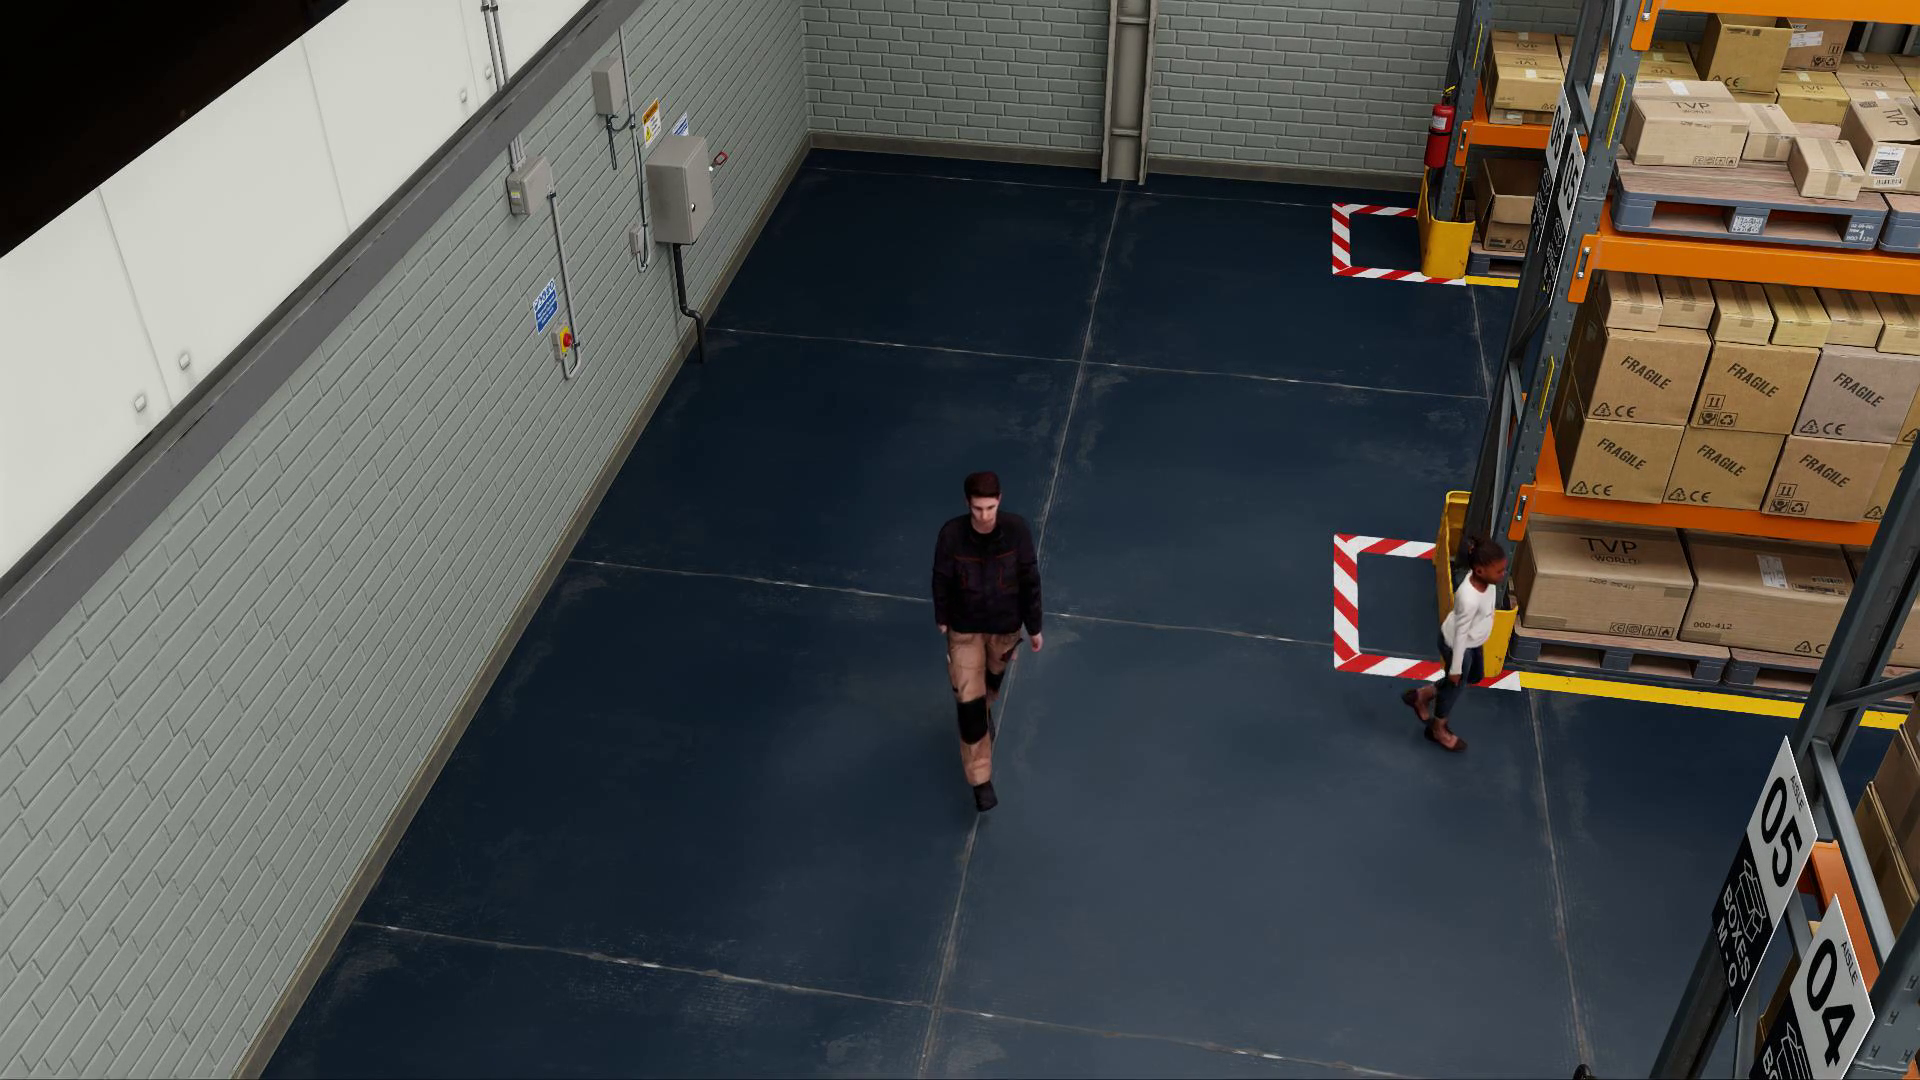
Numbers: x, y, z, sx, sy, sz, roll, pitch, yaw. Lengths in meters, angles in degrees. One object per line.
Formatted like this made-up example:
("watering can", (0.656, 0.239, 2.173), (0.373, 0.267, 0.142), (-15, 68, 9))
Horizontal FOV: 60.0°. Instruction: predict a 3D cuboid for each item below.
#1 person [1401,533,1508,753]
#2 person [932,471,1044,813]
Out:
("person", (2.637, 0.527, 8.941), (0.740, 1.446, 0.665), (20, 42, 25))
("person", (0.129, 0.396, 8.759), (1.243, 1.874, 1.070), (-8, 38, -10))
